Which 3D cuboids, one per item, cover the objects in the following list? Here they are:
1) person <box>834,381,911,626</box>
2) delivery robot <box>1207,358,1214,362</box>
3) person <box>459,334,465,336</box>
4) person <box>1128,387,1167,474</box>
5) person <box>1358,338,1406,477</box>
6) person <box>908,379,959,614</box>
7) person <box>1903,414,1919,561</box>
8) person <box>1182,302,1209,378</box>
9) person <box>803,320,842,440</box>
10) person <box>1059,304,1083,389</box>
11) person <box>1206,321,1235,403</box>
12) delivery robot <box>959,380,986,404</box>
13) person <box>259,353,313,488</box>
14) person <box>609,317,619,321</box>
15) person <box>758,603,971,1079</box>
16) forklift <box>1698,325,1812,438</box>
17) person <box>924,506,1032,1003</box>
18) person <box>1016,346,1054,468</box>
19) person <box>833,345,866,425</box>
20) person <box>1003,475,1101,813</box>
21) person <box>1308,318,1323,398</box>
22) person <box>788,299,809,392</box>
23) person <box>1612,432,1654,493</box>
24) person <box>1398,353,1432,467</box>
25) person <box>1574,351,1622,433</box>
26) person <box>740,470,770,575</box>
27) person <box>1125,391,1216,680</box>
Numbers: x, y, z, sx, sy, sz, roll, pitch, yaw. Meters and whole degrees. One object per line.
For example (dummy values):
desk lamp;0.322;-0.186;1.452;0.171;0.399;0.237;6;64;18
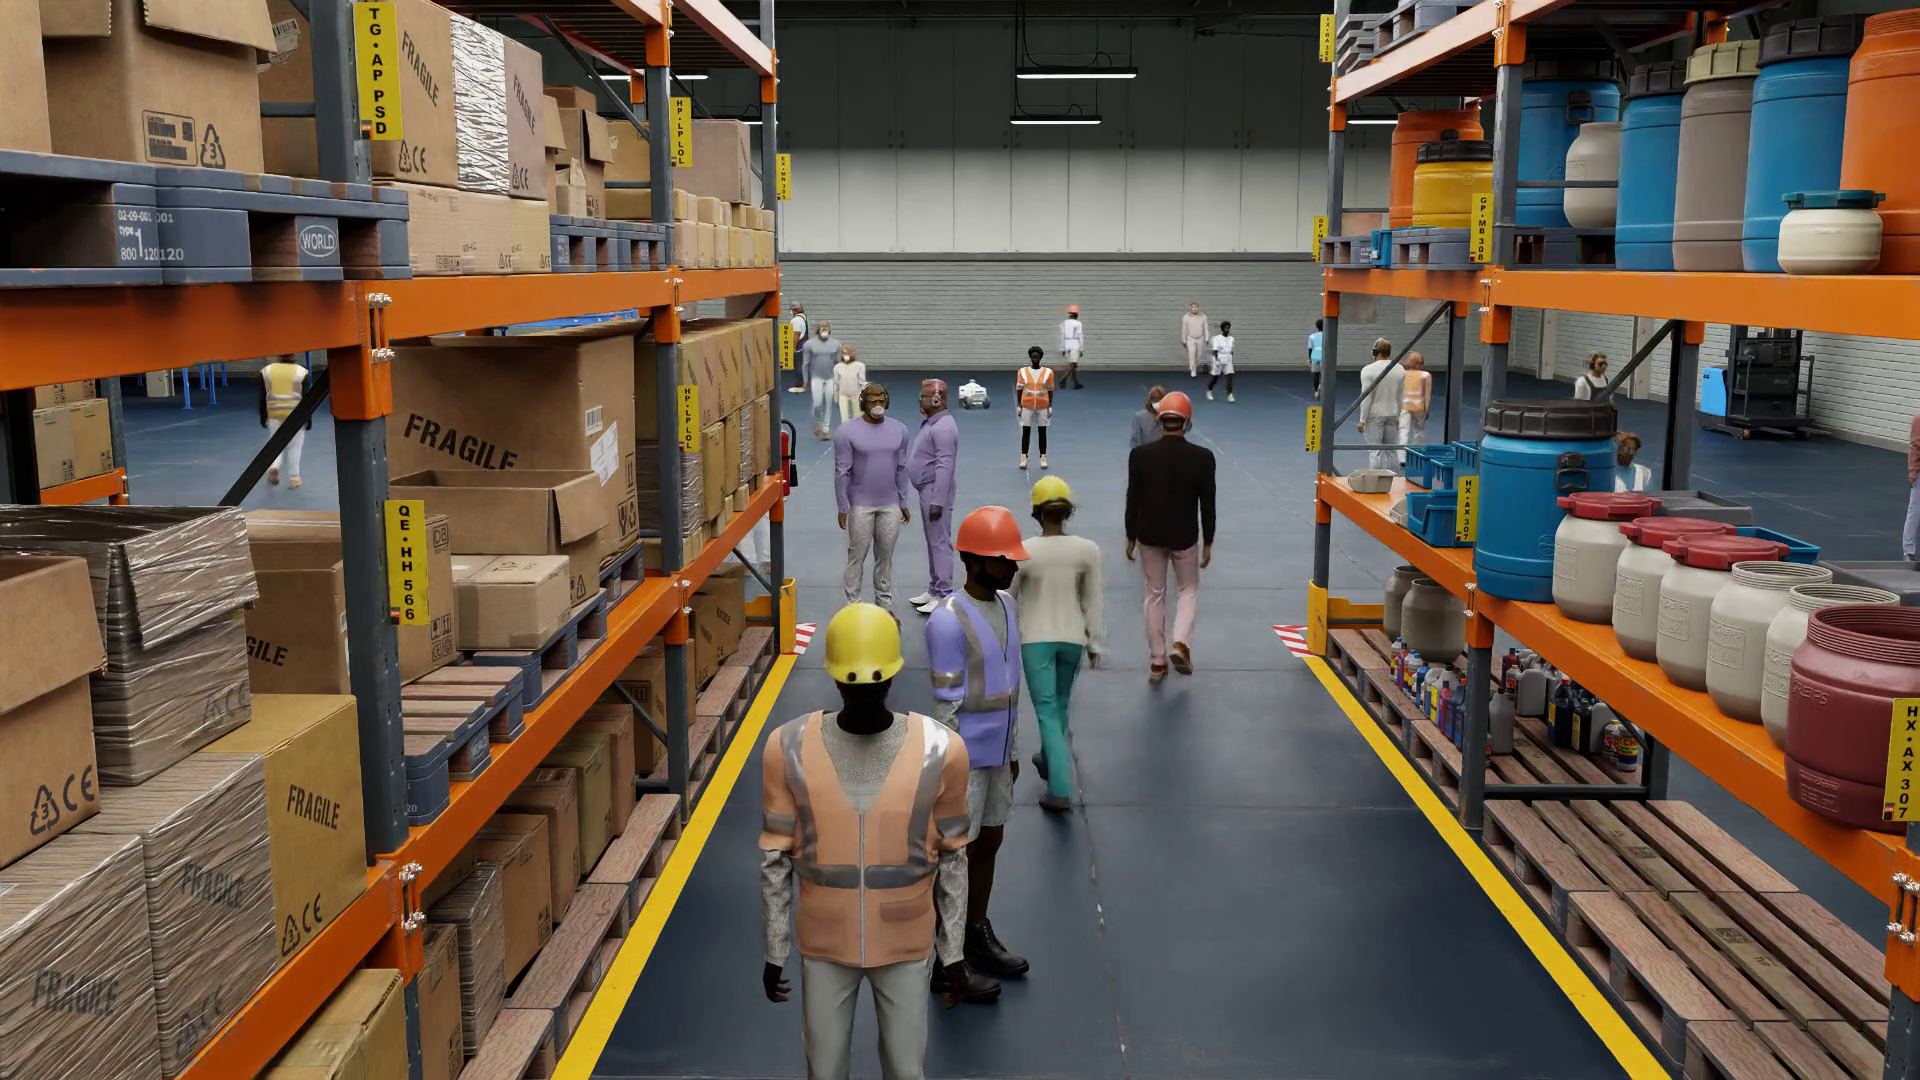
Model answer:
person;-0.676;-0.267;12.947;0.635;1.937;0.355;-5;11;-28
delivery robot;6.576;-4.681;42.599;0.335;0.223;0.698;6;12;34
person;-8.815;-3.081;30.087;0.570;1.840;0.373;0;9;0
person;1.978;-0.760;16.957;0.505;1.588;0.863;3;10;17
person;5.103;-1.477;20.197;0.629;1.940;0.379;-4;10;-23
person;-0.224;-0.368;13.639;0.410;1.912;0.643;-1;10;-9
person;9.151;-0.618;15.596;0.524;1.760;0.326;-1;9;-4
person;5.896;-5.048;41.784;0.638;1.879;0.879;-1;10;-5
person;-2.183;-2.563;26.738;0.659;1.922;0.473;-3;10;-17
person;2.499;-4.343;37.464;0.561;1.908;0.814;9;13;43
person;5.376;-3.673;34.182;0.541;1.663;0.852;-4;10;-22
delivery robot;0.250;-2.913;32.780;0.477;0.478;0.707;-4;10;-20
person;-8.533;-1.559;21.049;0.664;1.817;0.555;-1;10;-6
person;-6.259;-3.184;30.702;0.371;1.856;0.646;0;9;-1
person;-0.267;1.119;4.682;0.594;1.925;0.372;0;9;0
forklift;13.248;-3.165;27.620;1.129;2.768;1.873;0;9;1
person;0.092;0.822;6.481;0.383;1.930;0.540;6;11;34
person;1.042;-1.845;23.128;0.535;1.697;0.318;0;9;2
person;-1.669;-2.164;25.274;0.514;1.615;0.507;1;10;4
person;0.437;0.520;8.838;0.540;1.728;0.852;-4;10;-20
person;7.563;-3.818;34.965;0.536;1.681;0.533;5;10;25
person;-3.633;-4.278;36.799;0.537;2.000;0.679;2;10;10
person;4.936;0.007;12.329;0.518;1.600;0.836;-3;10;-16
person;6.346;-1.826;23.365;0.525;1.586;0.922;5;11;27
person;7.642;-1.365;19.953;0.512;1.792;0.966;-5;11;-28
person;-1.889;-0.604;15.204;0.643;1.861;0.386;-9;13;-44
person;1.428;-0.020;11.360;0.628;1.981;0.504;2;10;13
